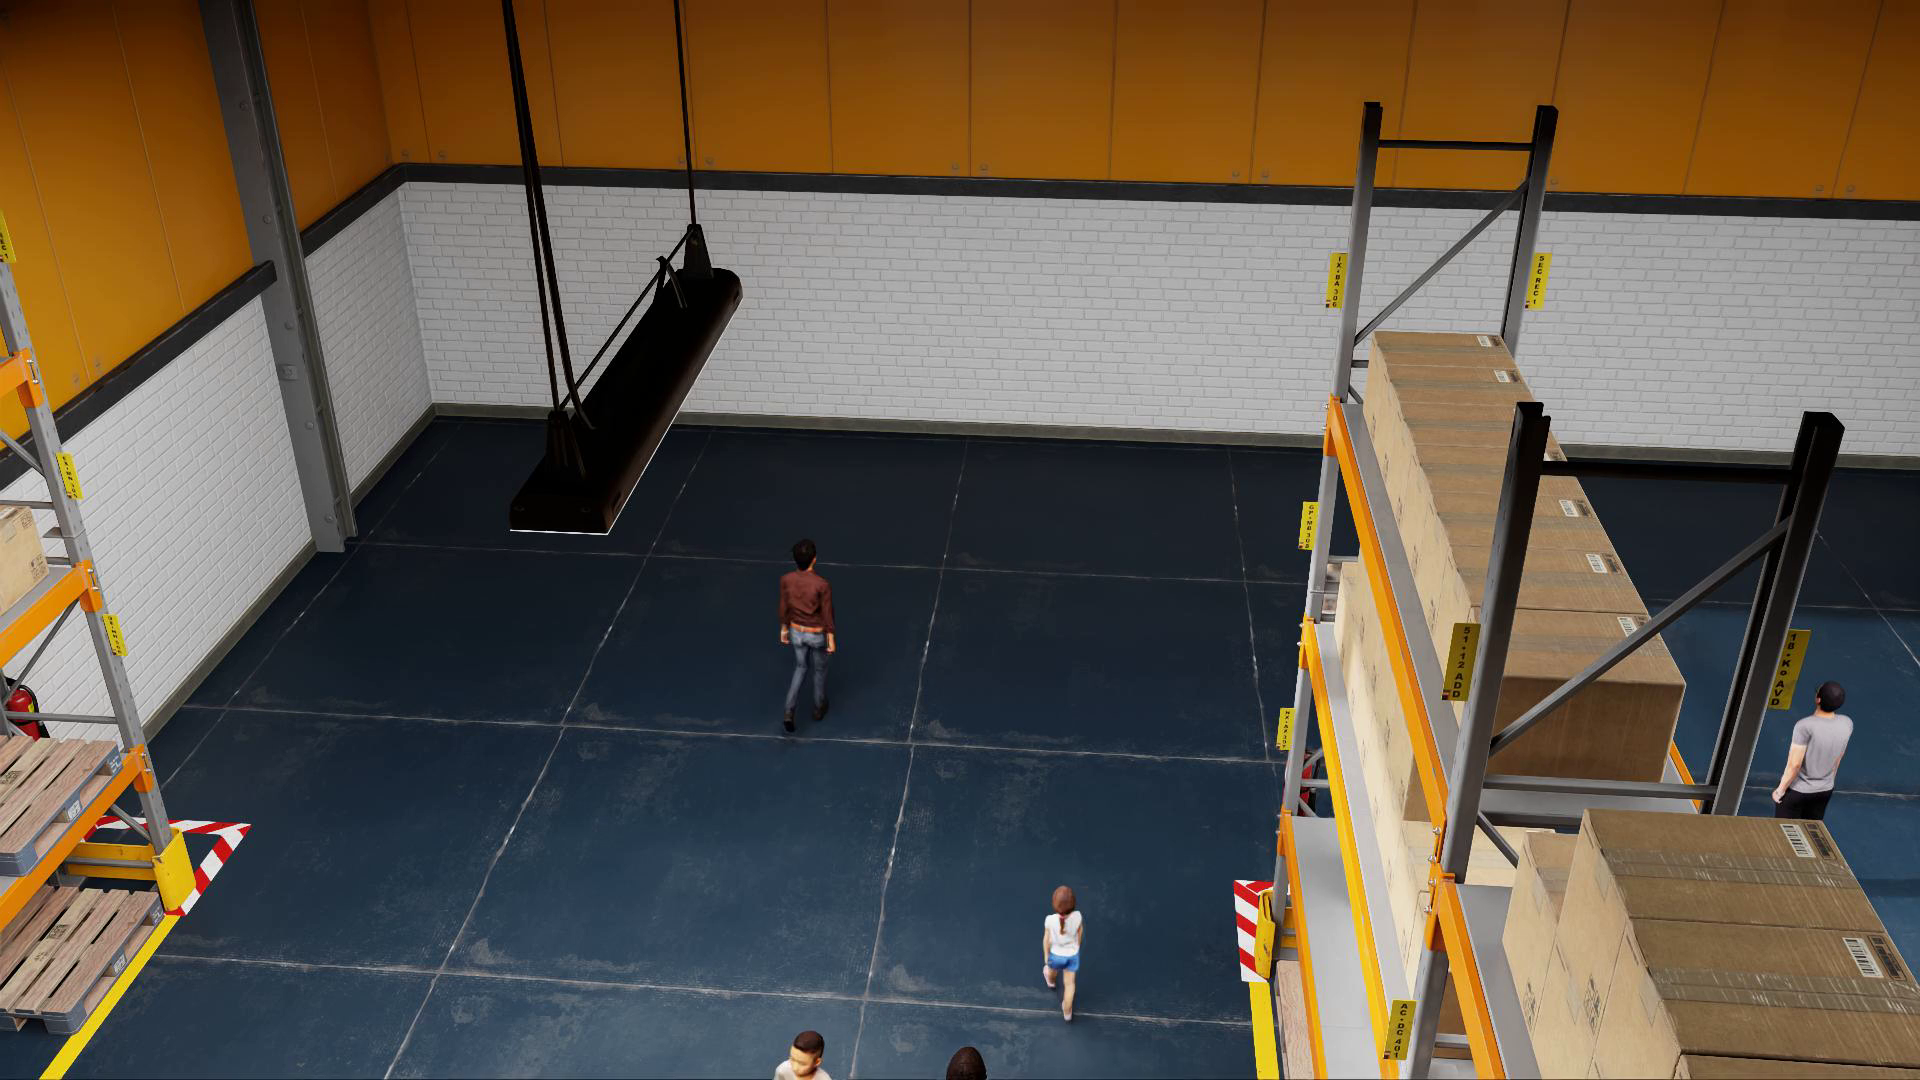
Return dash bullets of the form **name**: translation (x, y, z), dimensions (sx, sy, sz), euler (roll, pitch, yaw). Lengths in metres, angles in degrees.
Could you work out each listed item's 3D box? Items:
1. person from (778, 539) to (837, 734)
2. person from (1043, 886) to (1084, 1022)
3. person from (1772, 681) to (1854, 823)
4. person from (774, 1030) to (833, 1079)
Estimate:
- **person**: translation (-1.283, 0.832, 13.781), dimensions (0.799, 1.765, 1.018), euler (9, 30, 17)
- **person**: translation (0.695, 2.760, 11.049), dimensions (0.507, 0.996, 0.715), euler (-2, 29, -4)
- **person**: translation (6.146, 1.775, 12.062), dimensions (0.687, 1.754, 0.653), euler (-6, 29, -11)
- **person**: translation (-0.823, 3.331, 9.543), dimensions (0.814, 1.435, 1.014), euler (17, 33, 28)
